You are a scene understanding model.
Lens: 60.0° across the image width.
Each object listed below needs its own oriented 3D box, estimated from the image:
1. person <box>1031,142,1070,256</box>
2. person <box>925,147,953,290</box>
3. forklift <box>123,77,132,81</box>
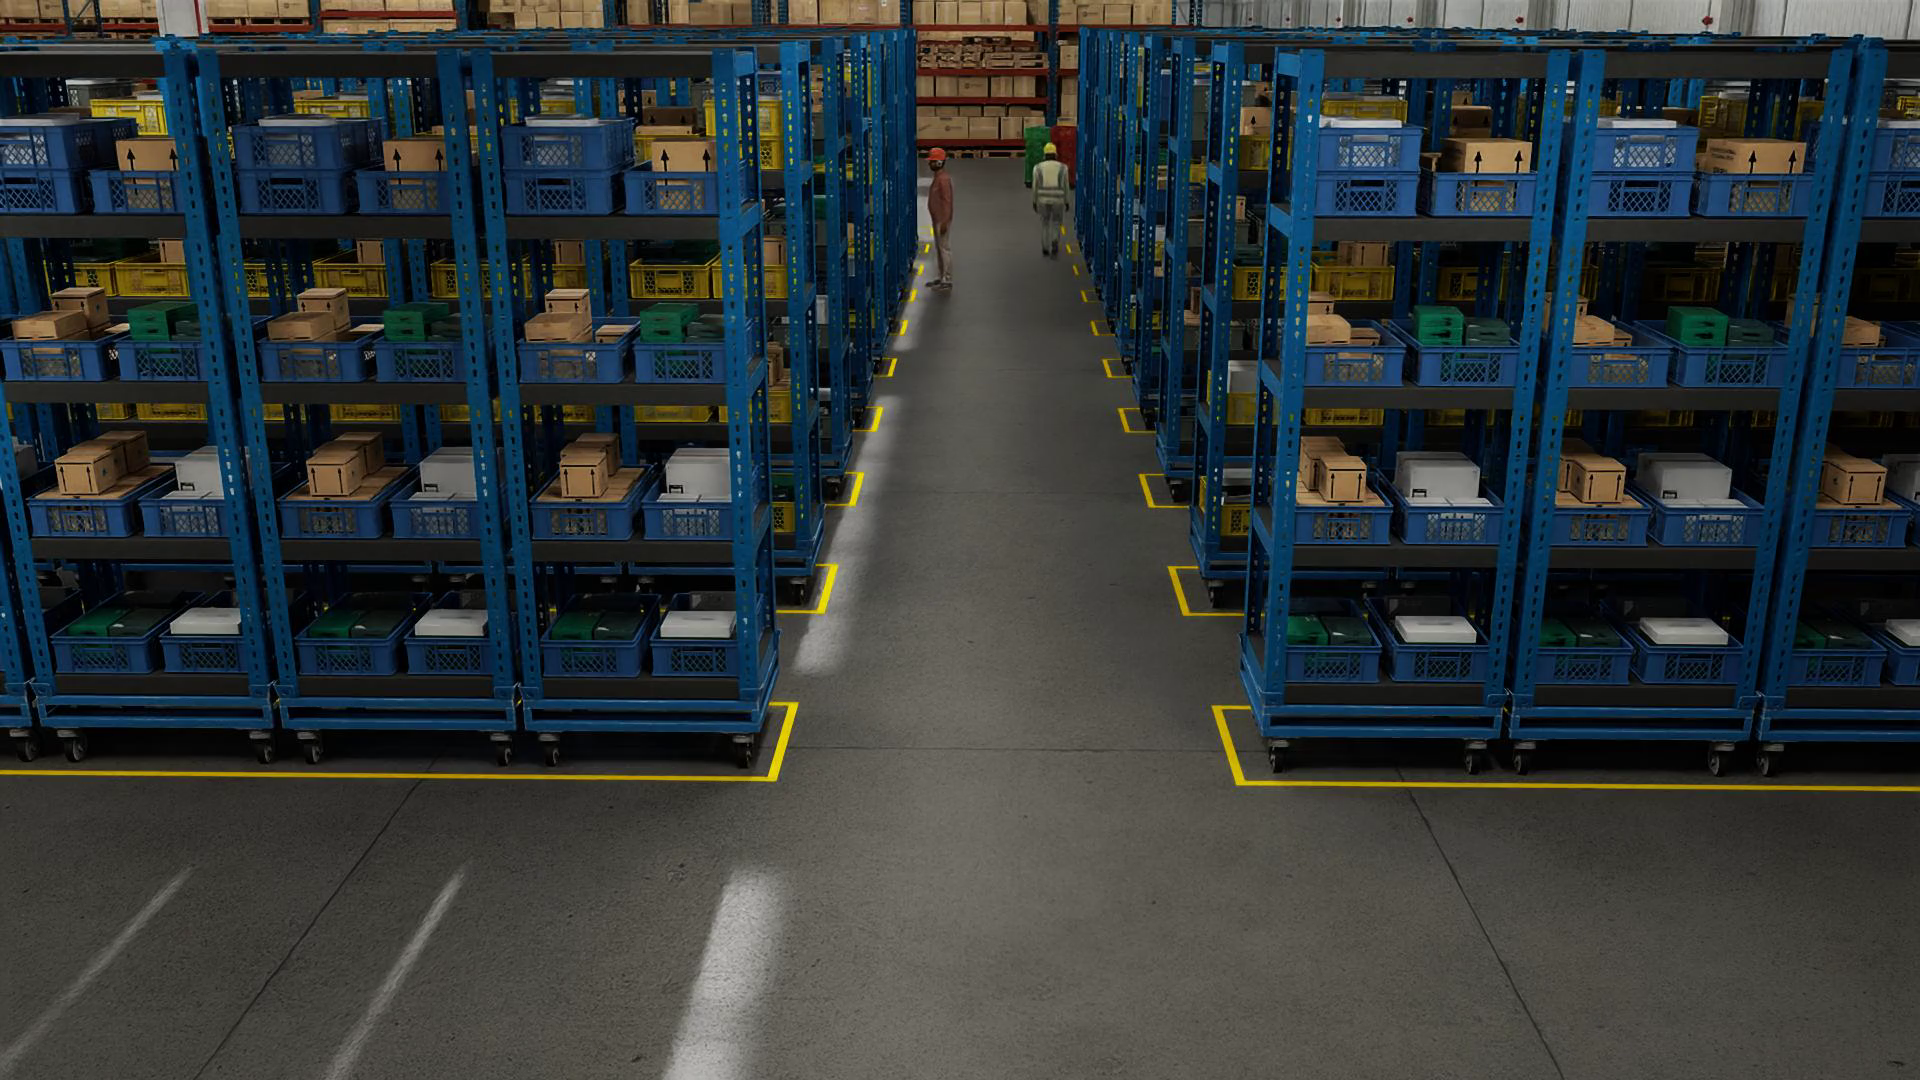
[{"bbox_3d":[1.477,-5.551,27.083,0.633,1.808,0.636,1,17,5],"label":"person"},{"bbox_3d":[-0.293,-4.548,23.589,0.395,1.994,0.613,-4,18,-11],"label":"person"},{"bbox_3d":[-25.106,-13.159,49.575,1.873,2.768,1.129,13,22,36],"label":"forklift"}]
